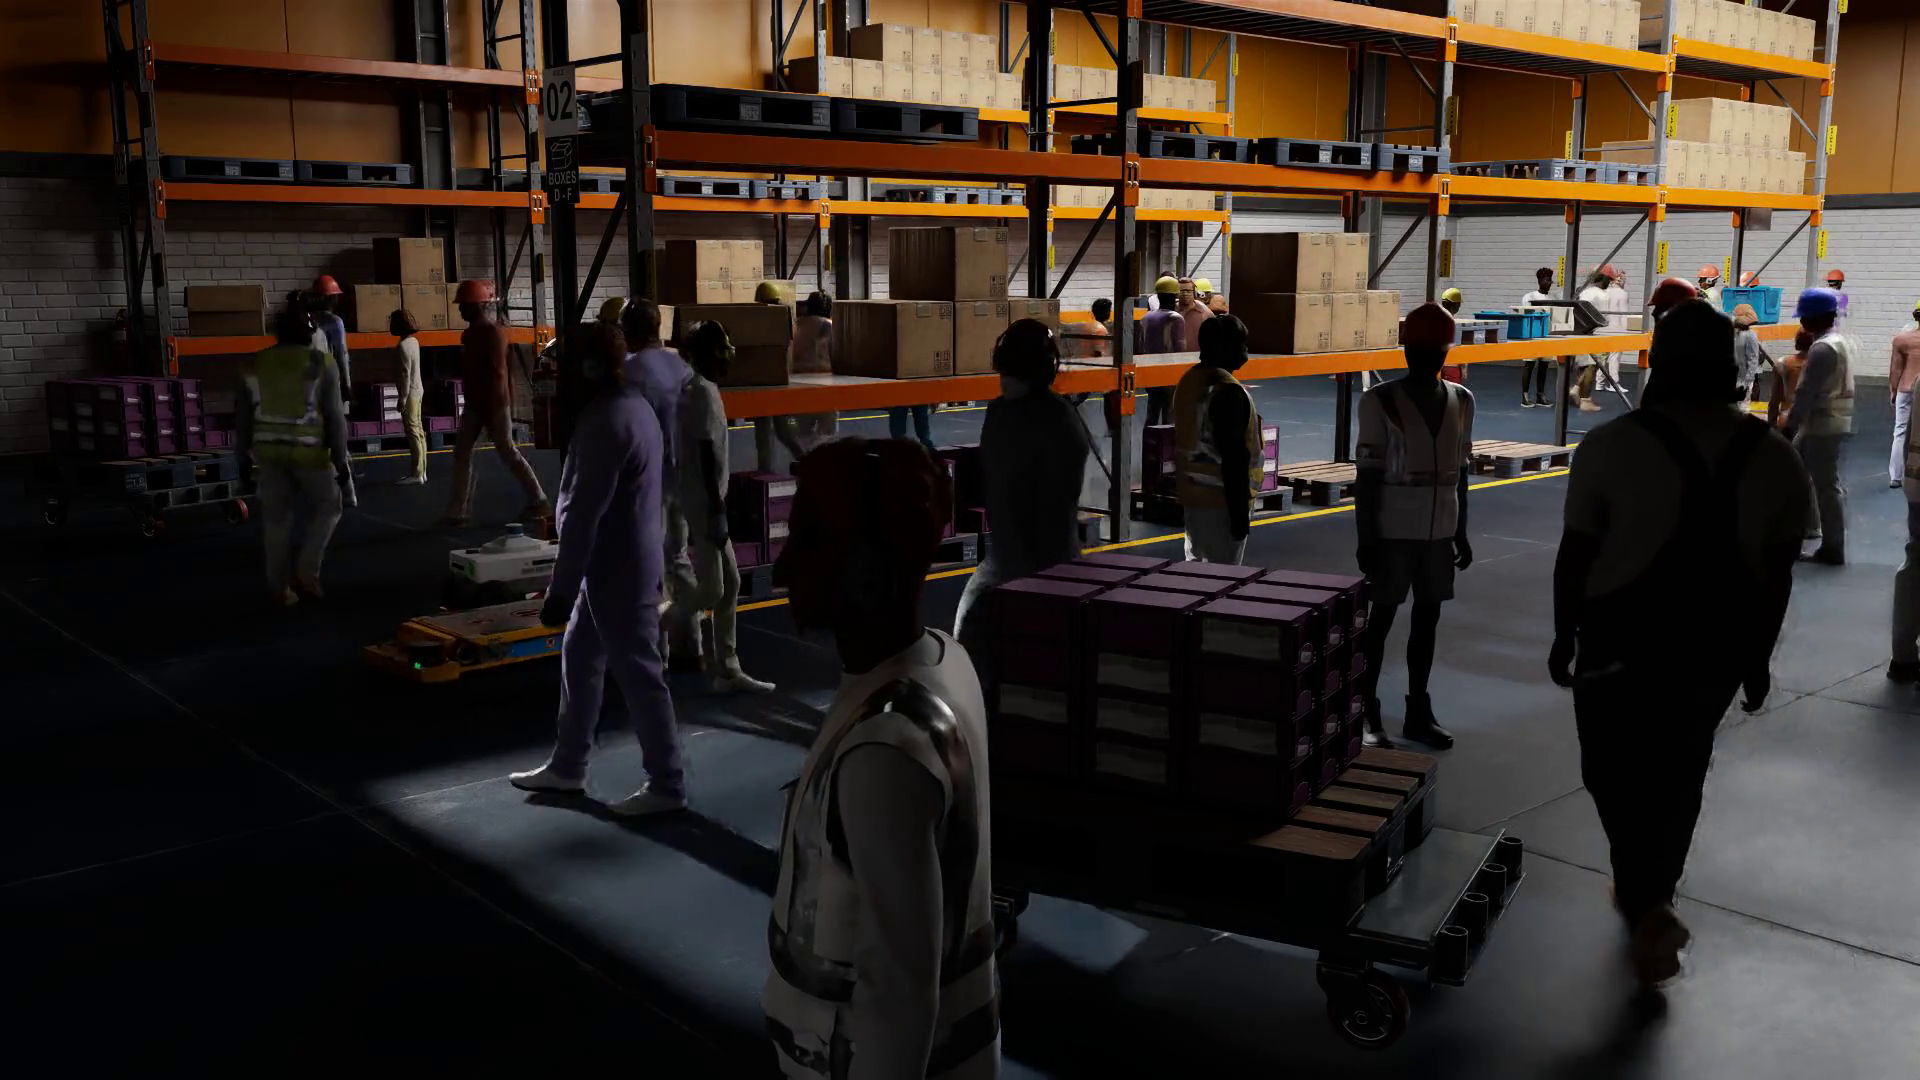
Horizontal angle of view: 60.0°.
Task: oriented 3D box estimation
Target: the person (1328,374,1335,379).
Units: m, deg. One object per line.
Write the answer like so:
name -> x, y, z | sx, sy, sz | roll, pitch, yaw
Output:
person -> 6.548, -3.671, 28.832 | 0.314, 1.769, 0.524 | 3, 10, 19

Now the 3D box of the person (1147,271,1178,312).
person -> 2.823, -2.696, 22.681 | 0.600, 1.916, 0.377 | 4, 10, 22

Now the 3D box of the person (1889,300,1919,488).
person -> 8.726, -1.328, 15.116 | 0.313, 1.769, 0.523 | -8, 13, -41

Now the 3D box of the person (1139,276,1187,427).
person -> 2.007, -1.614, 16.316 | 0.359, 1.930, 0.587 | -8, 13, -39

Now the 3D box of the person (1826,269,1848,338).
person -> 13.364, -3.179, 25.512 | 0.581, 1.912, 0.569 | -5, 11, -25

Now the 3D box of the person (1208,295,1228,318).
person -> 3.291, -2.319, 21.308 | 0.503, 1.632, 0.281 | 6, 12, 33

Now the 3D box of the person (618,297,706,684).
person -> -1.533, -0.242, 8.326 | 0.417, 1.925, 0.633 | 6, 11, 32

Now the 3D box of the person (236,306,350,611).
person -> -4.024, -0.488, 10.035 | 0.729, 1.816, 0.458 | 0, 10, 2

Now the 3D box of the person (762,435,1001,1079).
person -> -0.119, 0.785, 2.405 | 0.356, 1.884, 0.574 | 0, 10, 1

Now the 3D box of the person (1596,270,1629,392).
person -> 10.233, -3.260, 26.036 | 0.401, 1.904, 0.641 | -4, 10, -20

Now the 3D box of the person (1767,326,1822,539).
person -> 6.371, -0.828, 12.558 | 0.523, 1.640, 0.306 | 9, 13, 41

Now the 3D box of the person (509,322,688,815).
person -> -1.431, 0.129, 6.278 | 0.846, 1.878, 0.648 | 0, 10, -3

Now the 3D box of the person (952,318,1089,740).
person -> 0.180, 0.155, 6.039 | 0.774, 1.899, 0.639 | -5, 11, -26

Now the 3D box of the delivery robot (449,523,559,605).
delivery robot -> -2.610, 0.144, 9.768 | 0.707, 0.478, 0.477 | -8, 12, -38

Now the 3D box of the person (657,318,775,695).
person -> -1.291, -0.148, 8.012 | 0.693, 1.831, 0.564 | -1, 10, -6

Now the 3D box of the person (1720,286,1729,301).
person -> 12.613, -3.367, 27.434 | 0.523, 1.636, 0.311 | 6, 11, 30

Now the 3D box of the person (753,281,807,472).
person -> -1.626, -1.341, 14.793 | 0.640, 1.910, 0.591 | 9, 13, 41

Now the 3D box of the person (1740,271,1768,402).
person -> 9.983, -2.438, 21.144 | 0.382, 1.932, 0.542 | -9, 13, -41

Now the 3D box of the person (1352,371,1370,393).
person -> 6.226, -3.116, 25.951 | 0.514, 1.642, 0.311 | 4, 10, 21

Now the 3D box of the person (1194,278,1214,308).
person -> 3.177, -2.529, 21.954 | 0.404, 1.832, 0.598 | -2, 10, -11

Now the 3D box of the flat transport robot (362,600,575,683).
flat transport robot -> -2.345, 0.493, 8.828 | 1.431, 0.197, 0.652 | -9, 13, -43

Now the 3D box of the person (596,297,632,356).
person -> -2.481, -0.843, 12.090 | 0.404, 1.828, 0.603 | -7, 12, -35

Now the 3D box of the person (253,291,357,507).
person -> -5.564, -1.174, 14.022 | 0.964, 1.824, 0.559 | 1, 10, 6

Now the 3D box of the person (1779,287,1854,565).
person -> 5.831, -0.785, 11.539 | 0.786, 1.906, 0.599 | 5, 11, 28

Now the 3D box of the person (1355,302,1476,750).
person -> 1.961, -0.047, 7.130 | 0.551, 1.931, 0.374 | -3, 10, -16

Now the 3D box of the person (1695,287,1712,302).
person -> 5.974, -1.125, 13.625 | 0.520, 1.871, 0.326 | 5, 11, 26

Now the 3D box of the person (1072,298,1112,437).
person -> 1.519, -2.005, 19.428 | 0.867, 1.659, 0.531 | -2, 10, -12

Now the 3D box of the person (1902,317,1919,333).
person -> 10.243, -1.752, 17.665 | 0.321, 1.742, 0.492 | -9, 13, -43

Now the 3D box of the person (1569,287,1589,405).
person -> 8.762, -2.740, 23.584 | 0.540, 1.695, 0.317 | 9, 13, 43

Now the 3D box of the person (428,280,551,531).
person -> -3.684, -1.064, 13.062 | 0.623, 1.953, 1.005 | 9, 13, 41

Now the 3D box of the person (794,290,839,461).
person -> -1.358, -1.347, 15.078 | 0.673, 1.819, 0.581 | 6, 11, 32

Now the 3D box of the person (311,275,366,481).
person -> -5.924, -1.514, 15.697 | 0.546, 1.941, 0.357 | 7, 12, 34

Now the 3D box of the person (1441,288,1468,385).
person -> 5.482, -1.939, 18.694 | 0.310, 1.768, 0.533 | -8, 12, -39

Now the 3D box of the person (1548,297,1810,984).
person -> 2.132, 0.269, 4.962 | 0.684, 2.000, 0.869 | 0, 10, -1

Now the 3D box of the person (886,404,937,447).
person -> -0.441, -1.337, 15.069 | 0.580, 1.806, 0.921 | 3, 10, 14

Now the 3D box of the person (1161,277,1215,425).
person -> 2.302, -1.739, 17.112 | 0.649, 1.907, 0.409 | 1, 10, 3

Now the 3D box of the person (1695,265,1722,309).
person -> 10.346, -2.804, 23.087 | 0.382, 1.993, 0.622 | 3, 10, 19

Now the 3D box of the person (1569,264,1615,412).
person -> 8.631, -2.733, 22.623 | 0.476, 2.013, 0.676 | -2, 10, -11

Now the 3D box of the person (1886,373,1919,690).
person -> 4.832, -0.197, 8.159 | 0.361, 1.883, 0.574 | 1, 10, 4

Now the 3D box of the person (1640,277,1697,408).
person -> 4.389, -0.623, 10.320 | 0.386, 1.992, 0.624 | 4, 11, 24

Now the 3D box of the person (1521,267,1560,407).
person -> 8.179, -2.848, 23.433 | 0.603, 1.966, 0.368 | -4, 10, -20

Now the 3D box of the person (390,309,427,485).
person -> -5.151, -1.328, 15.506 | 0.279, 1.633, 0.500 | -1, 10, -7

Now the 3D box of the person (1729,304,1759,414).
person -> 8.116, -1.637, 17.314 | 0.264, 1.632, 0.508 | 1, 10, 3

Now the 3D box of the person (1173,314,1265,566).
person -> 1.281, -0.187, 8.216 | 0.429, 1.844, 0.627 | -3, 10, -15
